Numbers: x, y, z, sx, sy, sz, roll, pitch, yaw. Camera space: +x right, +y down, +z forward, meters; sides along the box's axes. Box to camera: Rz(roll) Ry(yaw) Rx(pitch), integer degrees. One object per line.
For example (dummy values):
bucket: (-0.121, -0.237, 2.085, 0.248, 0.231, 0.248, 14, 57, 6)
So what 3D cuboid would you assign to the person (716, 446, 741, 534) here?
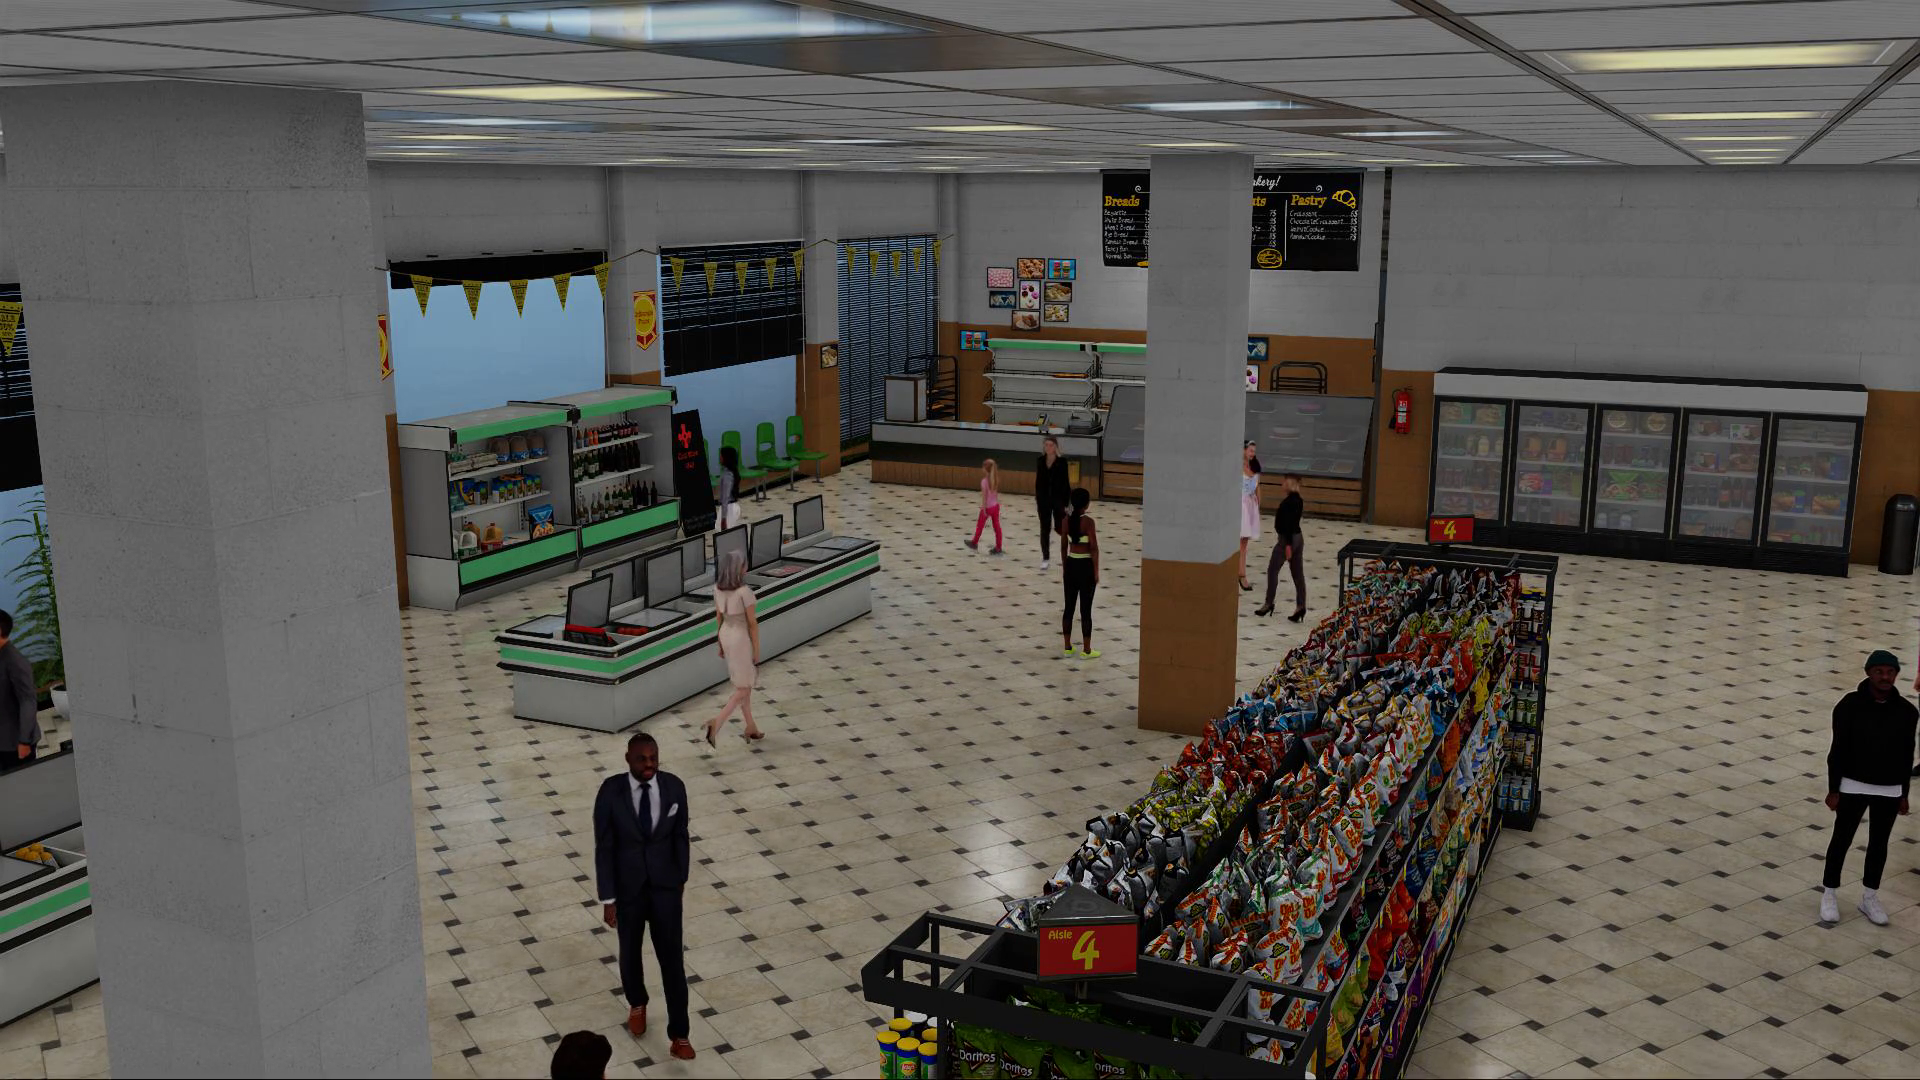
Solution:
person: (-2.694, -0.270, 19.885, 0.887, 1.706, 0.984, 1, 12, 3)

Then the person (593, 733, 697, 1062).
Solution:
person: (-1.787, 1.925, 9.266, 1.111, 1.786, 1.197, -3, 12, -16)

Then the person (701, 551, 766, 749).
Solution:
person: (-1.911, 0.963, 14.008, 0.722, 1.715, 1.078, 8, 14, 34)

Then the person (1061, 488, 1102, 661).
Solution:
person: (1.207, 0.337, 16.888, 0.585, 1.754, 0.542, 8, 14, 32)

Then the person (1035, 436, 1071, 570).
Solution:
person: (1.193, -0.481, 20.985, 0.627, 1.667, 0.931, 5, 13, 21)

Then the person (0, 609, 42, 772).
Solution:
person: (-6.638, 1.377, 11.664, 0.752, 1.871, 0.691, 11, 16, 41)

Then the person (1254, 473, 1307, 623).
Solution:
person: (3.710, 0.099, 18.255, 0.736, 1.656, 0.764, 8, 14, 32)

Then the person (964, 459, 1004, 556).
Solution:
person: (0.443, -0.418, 21.701, 0.844, 1.248, 0.744, -11, 16, -43)

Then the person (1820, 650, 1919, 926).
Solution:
person: (5.898, 1.588, 10.792, 0.734, 1.818, 0.671, 2, 12, 9)
